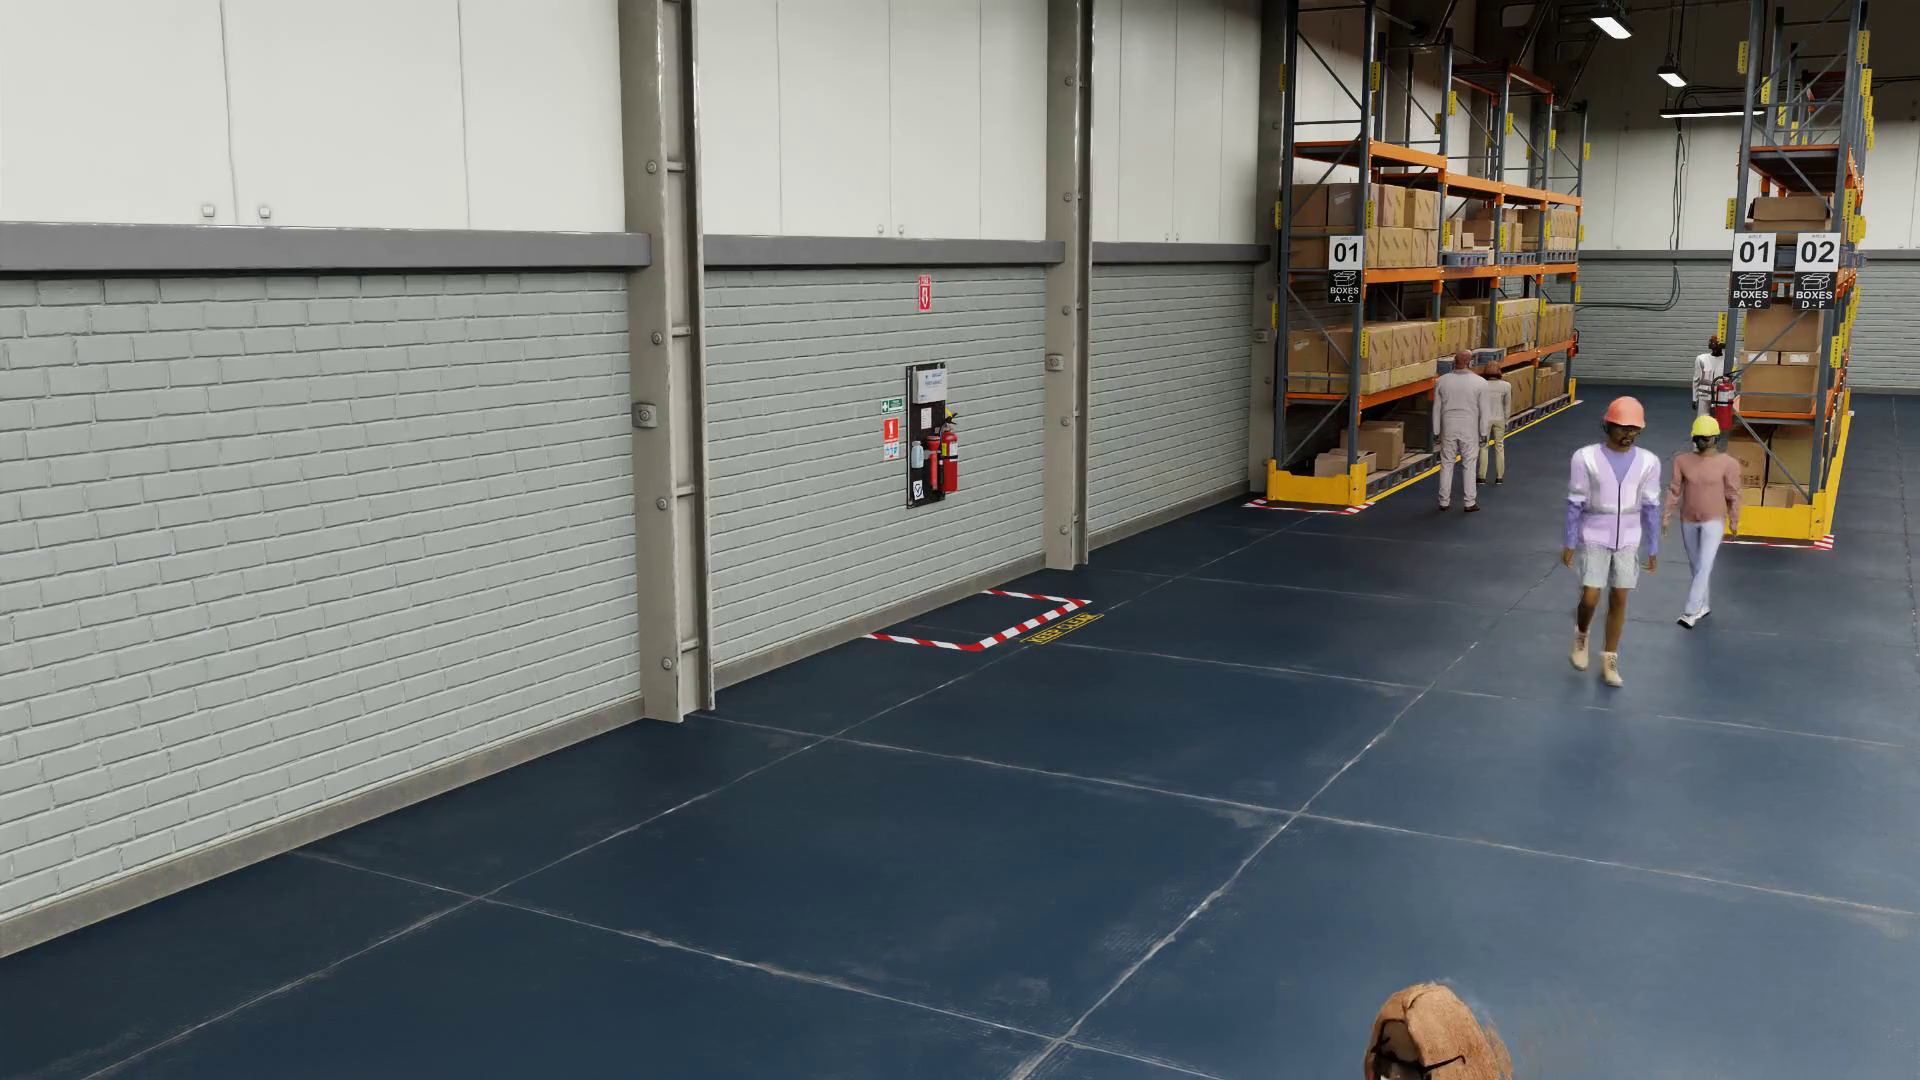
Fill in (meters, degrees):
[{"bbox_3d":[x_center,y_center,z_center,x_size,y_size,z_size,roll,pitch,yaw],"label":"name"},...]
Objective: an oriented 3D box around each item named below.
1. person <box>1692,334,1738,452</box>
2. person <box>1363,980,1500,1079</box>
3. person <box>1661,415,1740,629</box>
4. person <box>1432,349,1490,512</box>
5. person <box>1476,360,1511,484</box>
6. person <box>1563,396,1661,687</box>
[{"bbox_3d":[10.863,-2.030,23.989,0.573,1.883,0.359,6,11,30],"label":"person"},{"bbox_3d":[0.974,1.635,3.338,0.747,1.604,0.501,-9,13,-41],"label":"person"},{"bbox_3d":[5.985,-0.149,13.472,0.544,1.715,0.919,9,13,44],"label":"person"},{"bbox_3d":[5.890,-1.285,19.559,0.652,1.906,0.402,5,11,29],"label":"person"},{"bbox_3d":[6.973,-1.540,21.845,0.498,1.633,0.278,0,10,0],"label":"person"},{"bbox_3d":[4.555,0.004,11.631,0.643,2.031,0.475,1,10,3],"label":"person"}]
